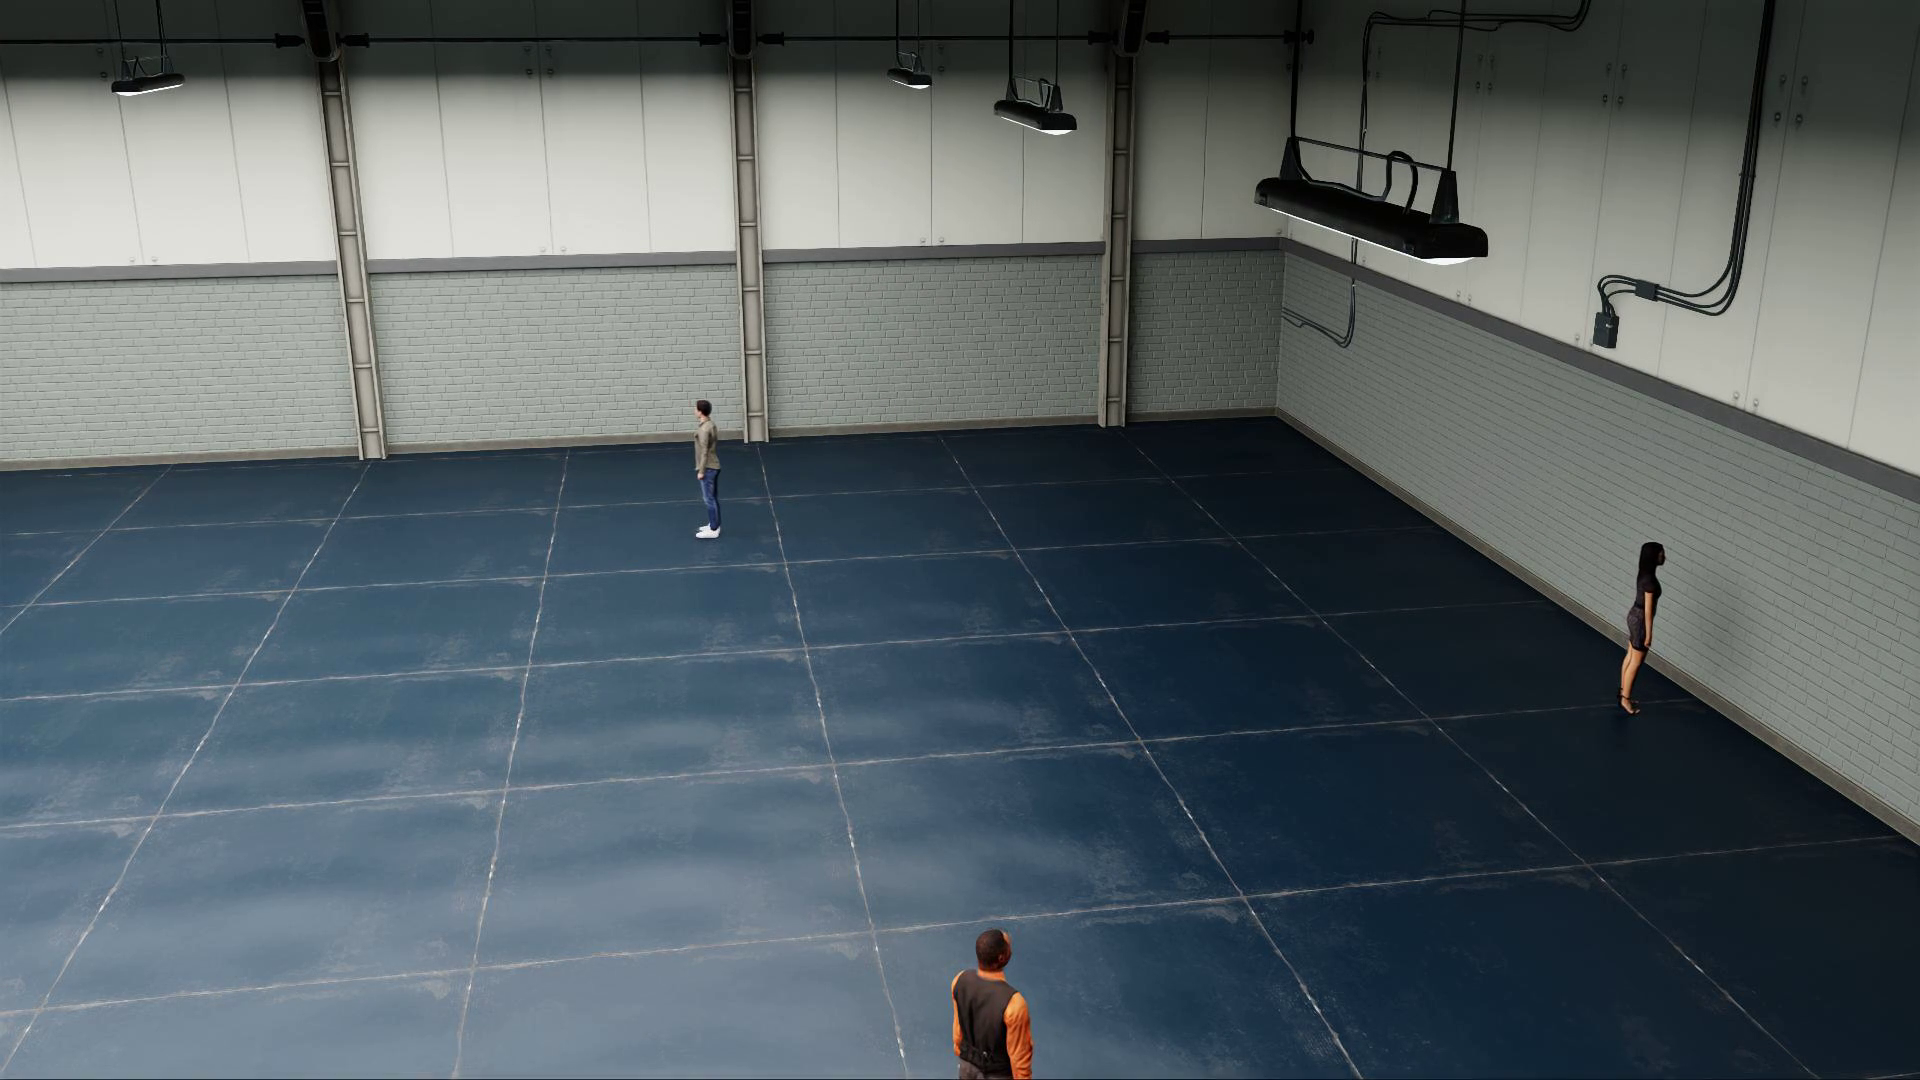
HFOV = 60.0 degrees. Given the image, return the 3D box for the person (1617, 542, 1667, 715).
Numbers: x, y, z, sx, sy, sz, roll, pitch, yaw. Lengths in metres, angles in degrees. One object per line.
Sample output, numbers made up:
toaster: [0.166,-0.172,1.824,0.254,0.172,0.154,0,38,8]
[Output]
person: [6.811,0.866,16.648,0.623,1.789,0.637,4,18,11]

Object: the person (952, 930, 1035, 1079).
person: [0.176,3.103,9.588,0.788,1.908,0.831,14,23,37]

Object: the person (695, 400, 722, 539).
person: [-3.330,-0.956,22.116,0.679,1.868,0.757,1,18,4]
